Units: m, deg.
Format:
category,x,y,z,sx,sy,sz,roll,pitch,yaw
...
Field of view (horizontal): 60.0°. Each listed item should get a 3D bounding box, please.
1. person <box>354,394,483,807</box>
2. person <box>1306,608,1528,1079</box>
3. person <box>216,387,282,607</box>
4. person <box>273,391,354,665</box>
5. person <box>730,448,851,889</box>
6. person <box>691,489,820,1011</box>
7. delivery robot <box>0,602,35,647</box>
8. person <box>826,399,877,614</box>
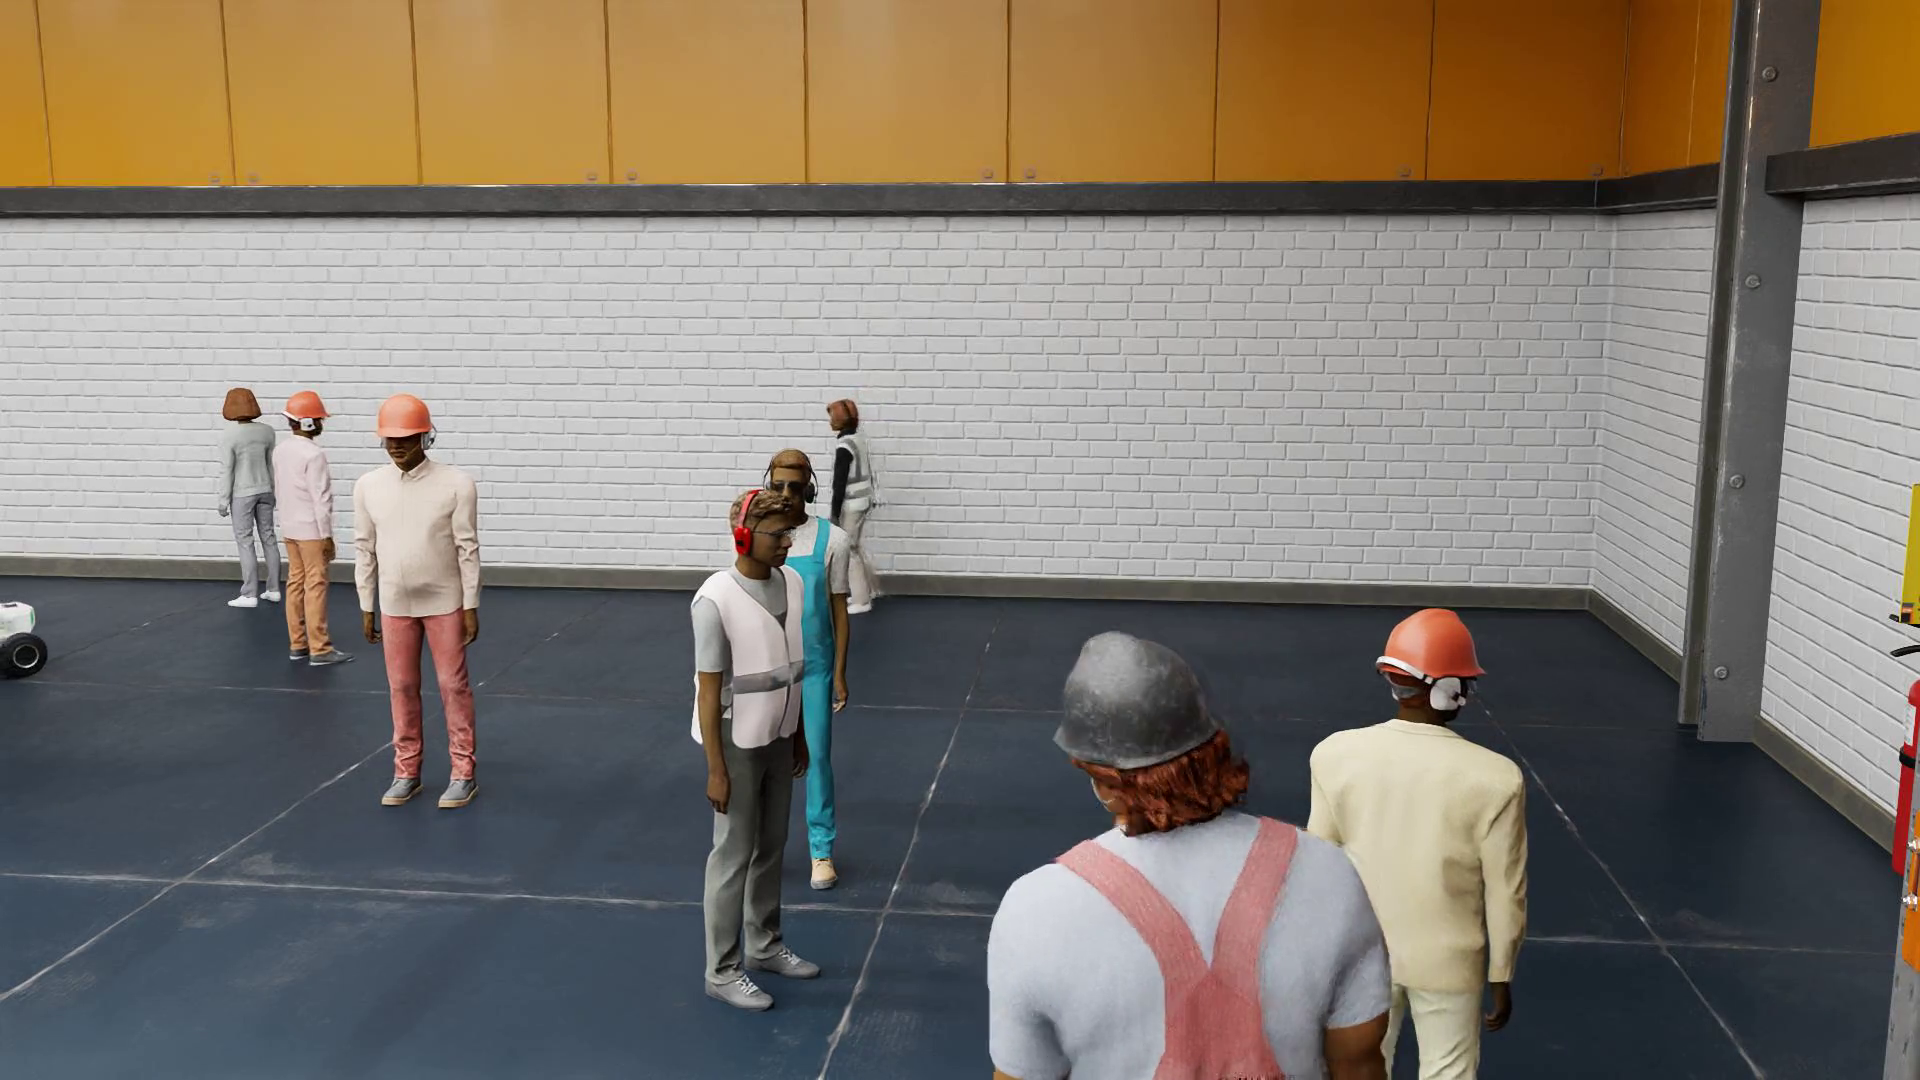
category,x,y,z,sx,sy,sz,roll,pitch,yaw
person,-2.567,0.298,7.884,0.608,1.987,0.402,0,10,2
person,1.170,1.039,4.289,0.563,1.748,0.339,6,12,31
person,-5.300,-0.319,12.392,0.279,1.636,0.500,5,11,26
person,-4.166,-0.078,10.698,0.579,1.745,0.348,9,13,42
person,-0.702,0.537,6.896,0.508,1.847,0.345,0,10,-1
person,-0.743,0.724,5.863,0.386,1.837,0.563,5,11,26
delivery robot,-6.125,0.549,10.251,0.477,0.478,0.707,9,13,40
person,-0.794,-0.234,12.018,0.323,1.592,0.586,1,10,5
